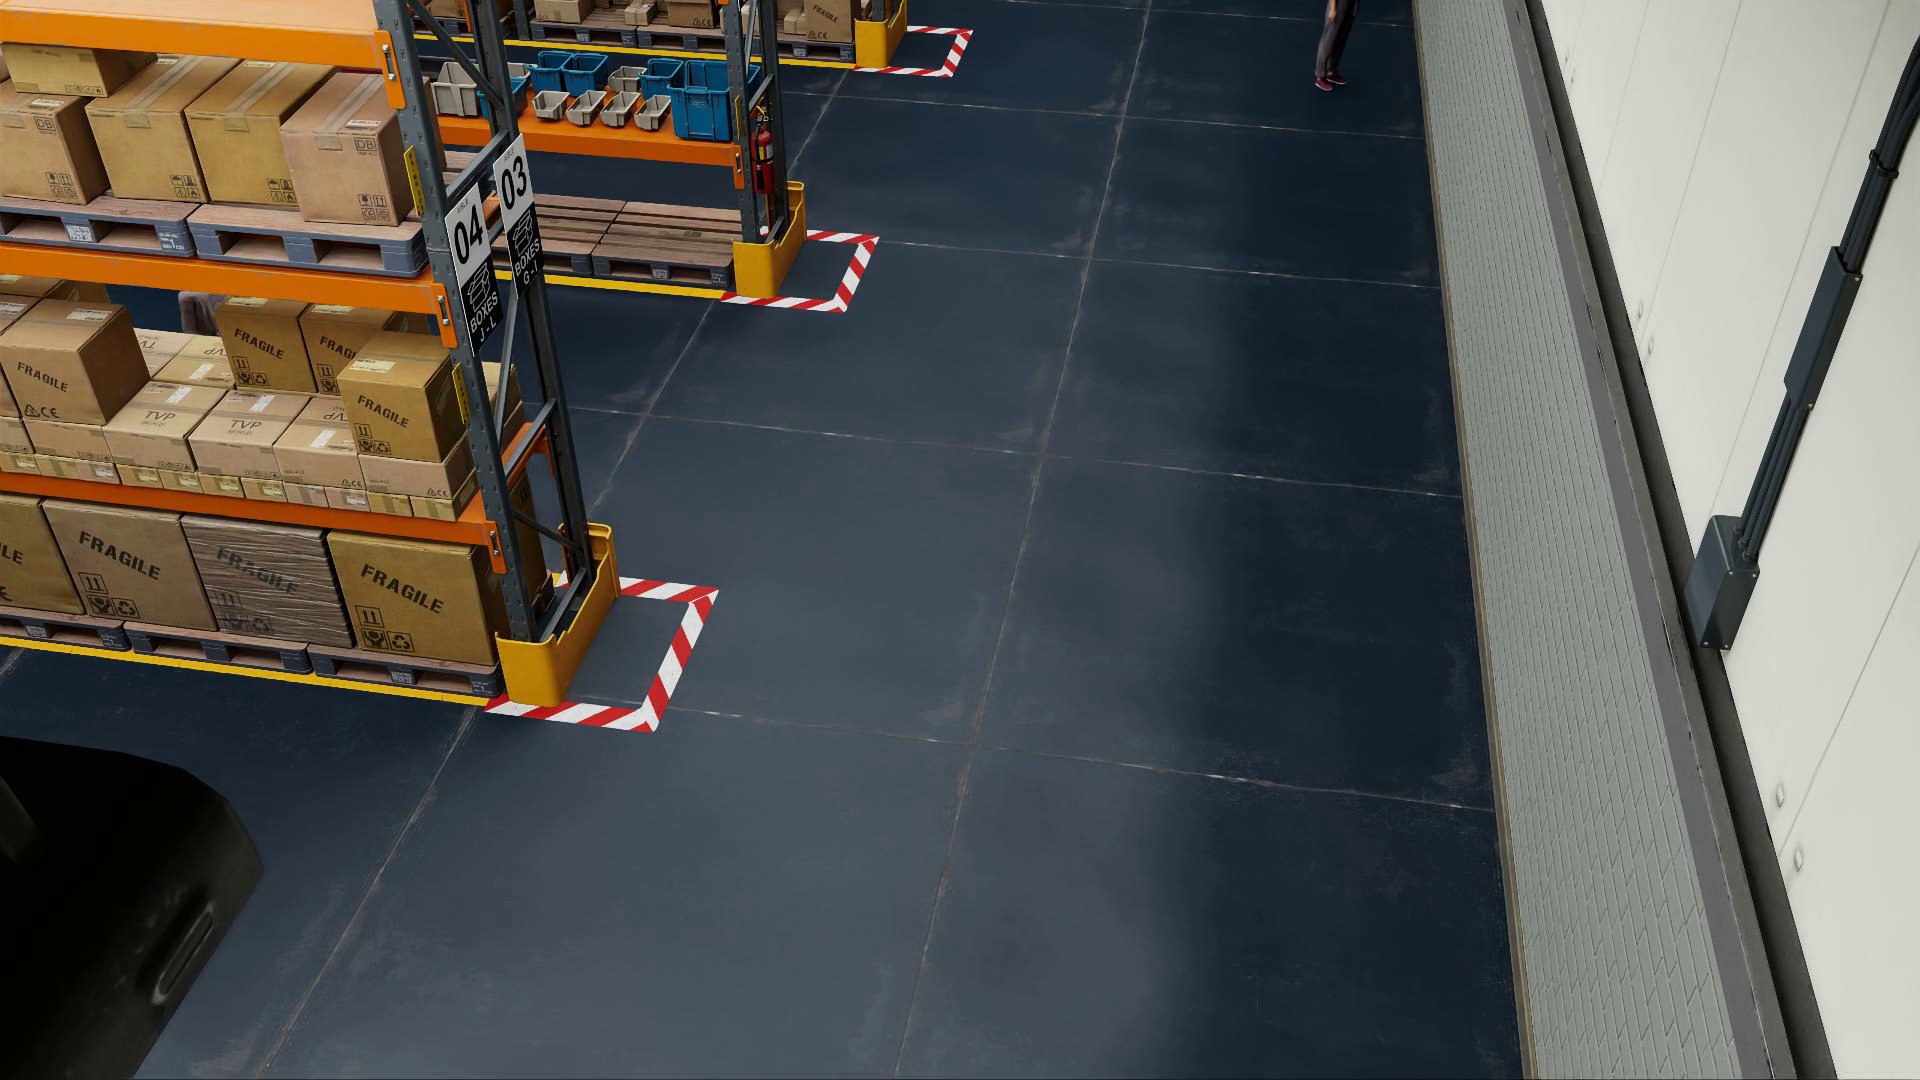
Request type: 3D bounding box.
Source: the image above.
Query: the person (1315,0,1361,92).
[{"bbox_3d":[3.863,-5.439,16.819,0.691,1.734,0.727,-29,46,-32],"label":"person"}]
